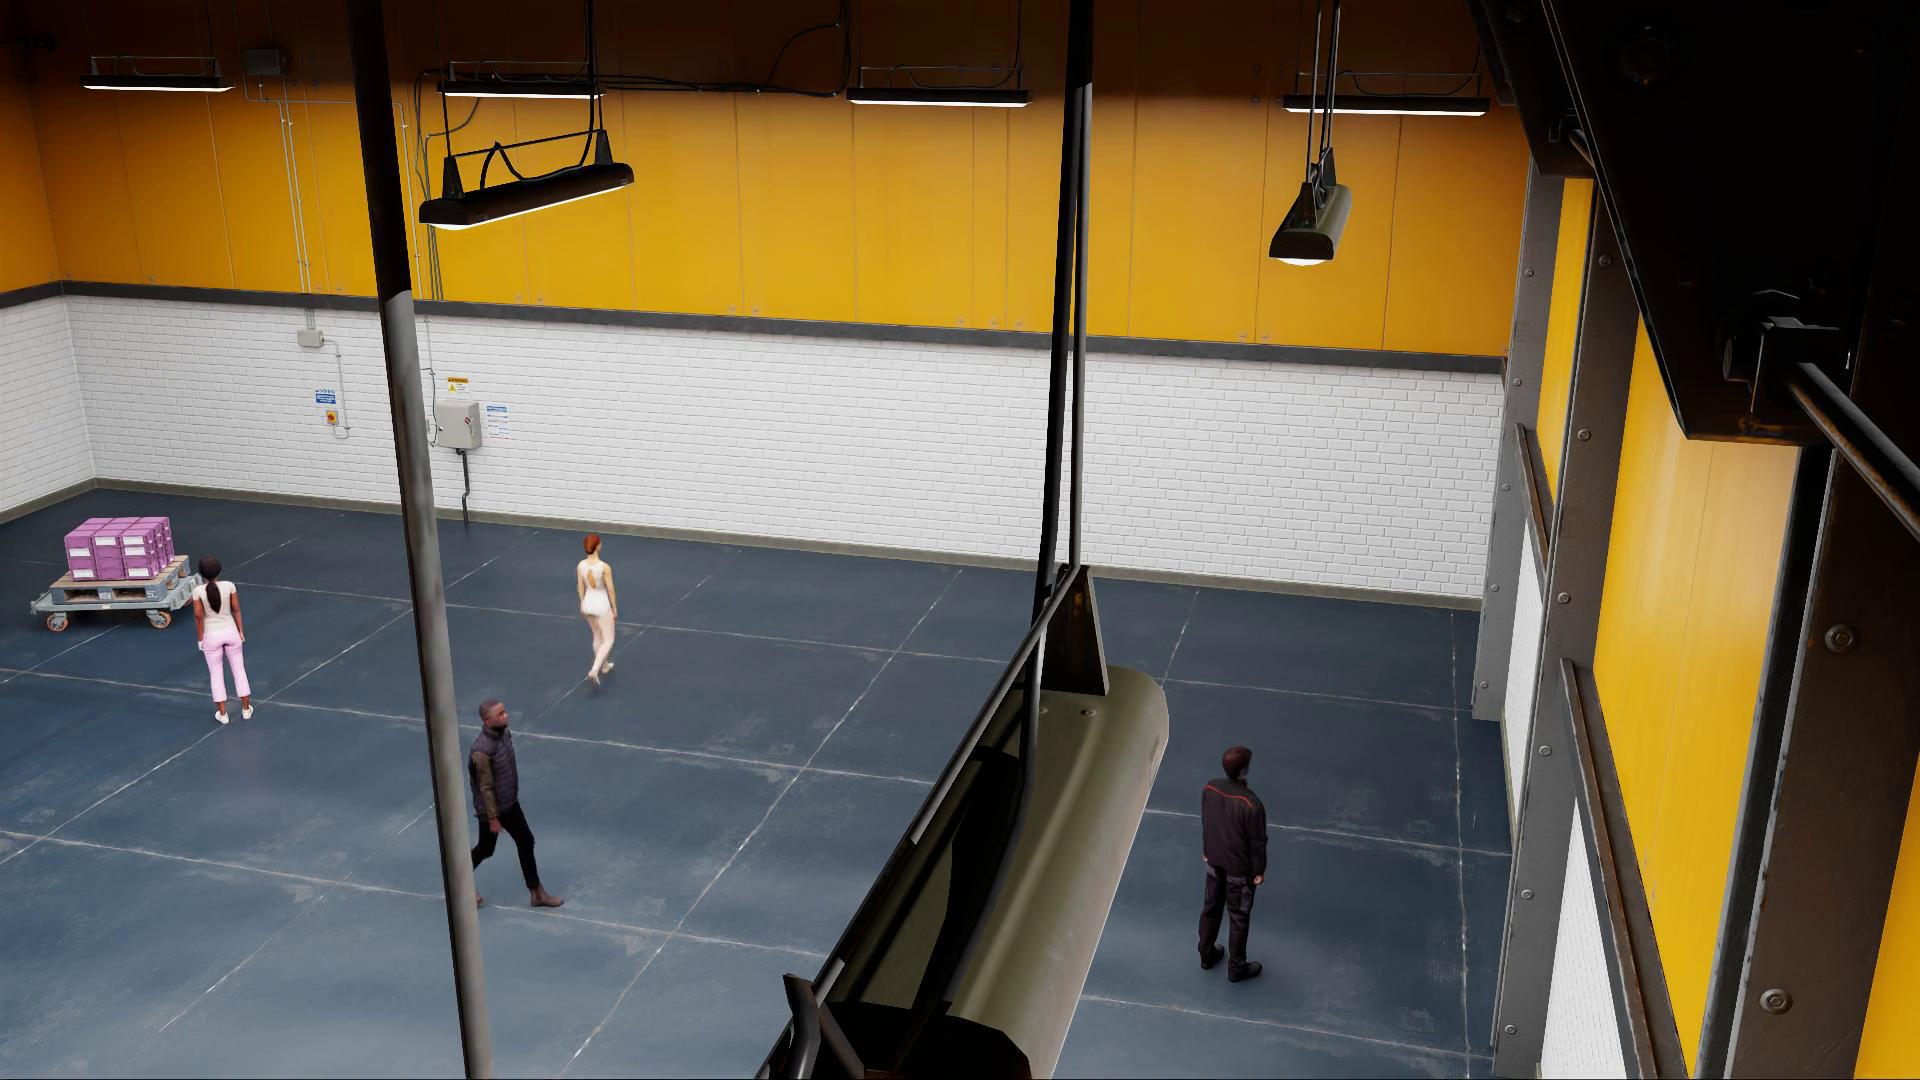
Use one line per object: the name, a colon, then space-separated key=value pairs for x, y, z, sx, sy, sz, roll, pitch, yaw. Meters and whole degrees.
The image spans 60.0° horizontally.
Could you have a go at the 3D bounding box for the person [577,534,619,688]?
person: x=-3.824 y=0.751 z=17.457 sx=0.573 sy=1.623 sz=0.946 roll=5 pitch=19 yaw=16

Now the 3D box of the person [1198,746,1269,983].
person: x=2.000 y=2.374 z=12.300 sx=0.781 sy=1.838 sz=0.803 roll=-17 pitch=25 yaw=-41

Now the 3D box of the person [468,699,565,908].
person: x=-3.737 y=2.114 z=13.140 sx=0.811 sy=1.795 sz=1.127 roll=4 pitch=19 yaw=11

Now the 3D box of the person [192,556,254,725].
person: x=-7.375 y=0.980 z=16.590 sx=0.649 sy=1.741 sz=0.717 roll=-11 pitch=22 yaw=-30
